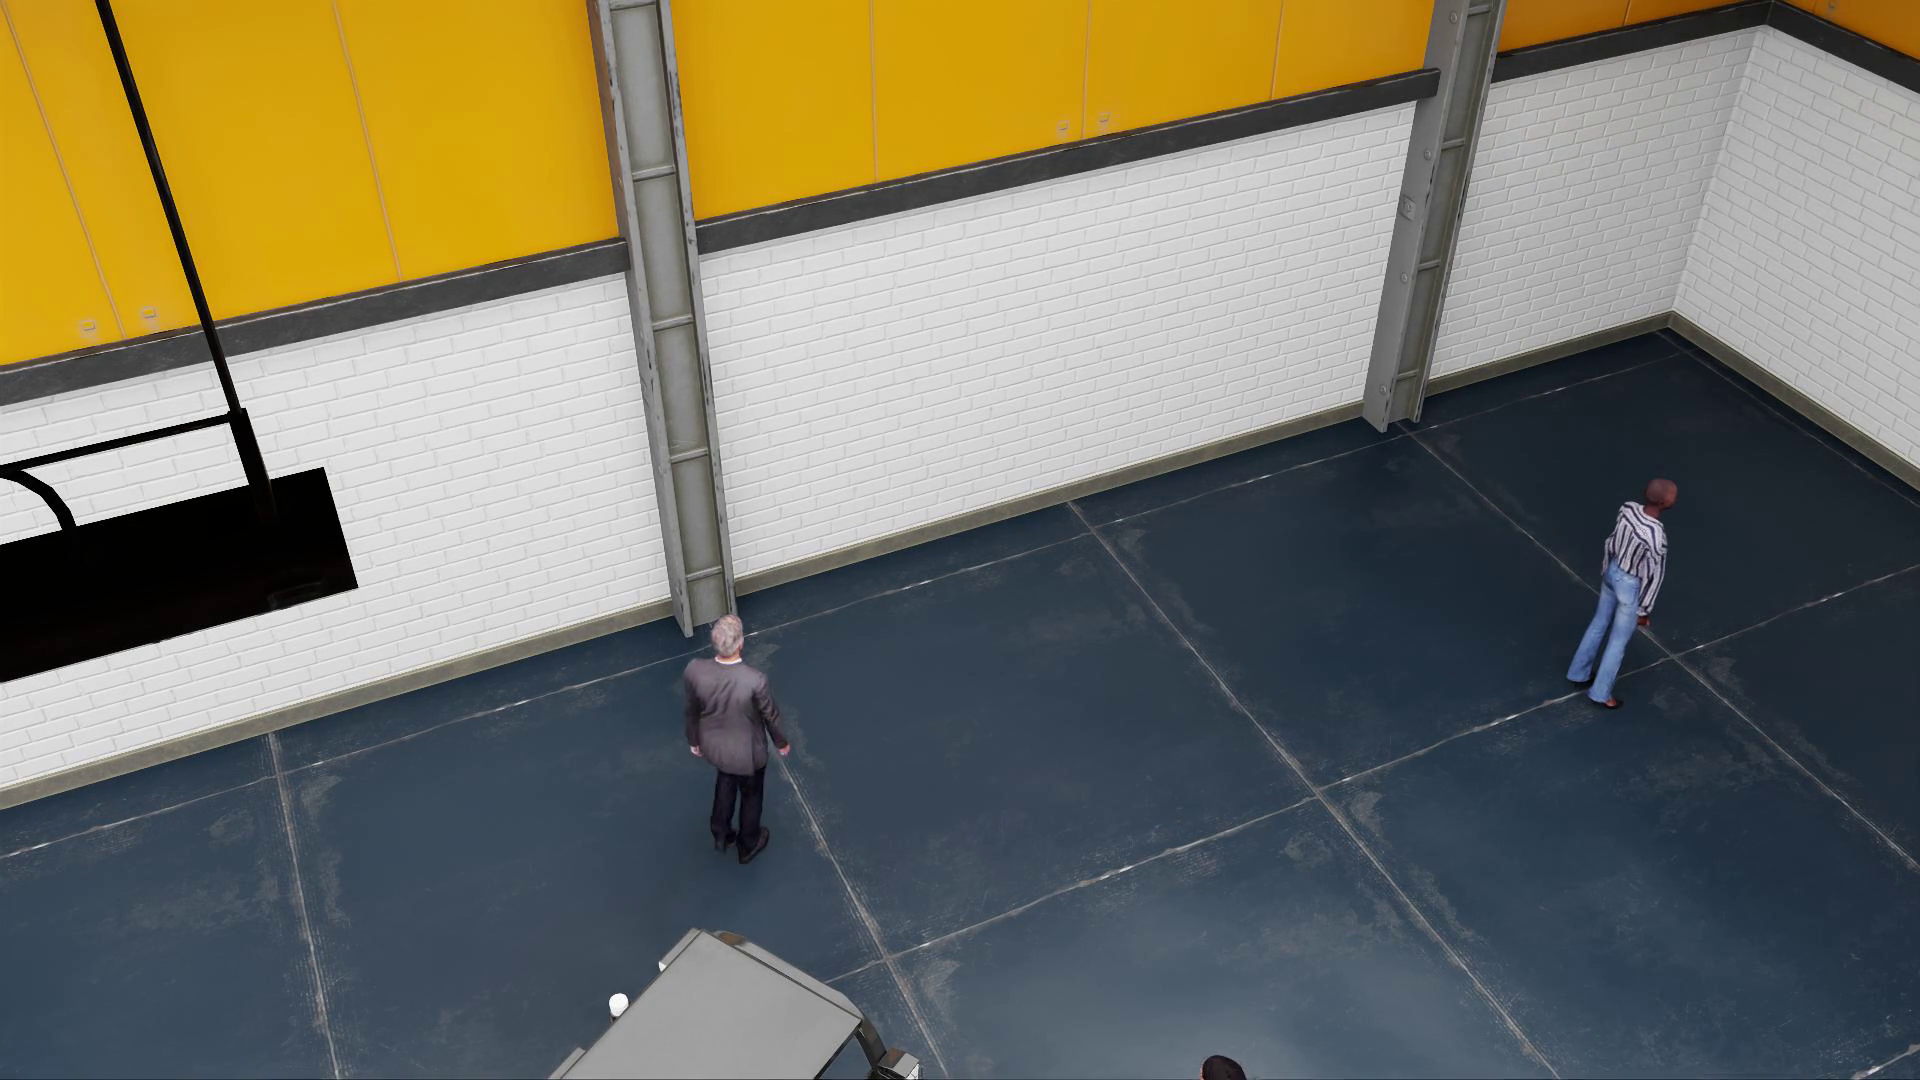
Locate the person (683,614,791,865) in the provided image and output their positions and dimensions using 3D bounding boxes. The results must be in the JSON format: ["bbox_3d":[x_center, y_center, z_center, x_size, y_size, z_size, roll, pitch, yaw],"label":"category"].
[{"bbox_3d":[-1.332,1.235,9.655,0.851,1.822,0.904,14,41,16],"label":"person"}]

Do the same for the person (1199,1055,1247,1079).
[{"bbox_3d":[1.177,2.950,7.520,0.769,1.807,0.634,30,47,32],"label":"person"}]

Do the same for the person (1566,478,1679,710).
[{"bbox_3d":[4.322,0.332,10.808,0.611,1.794,0.667,-9,40,-11],"label":"person"}]
